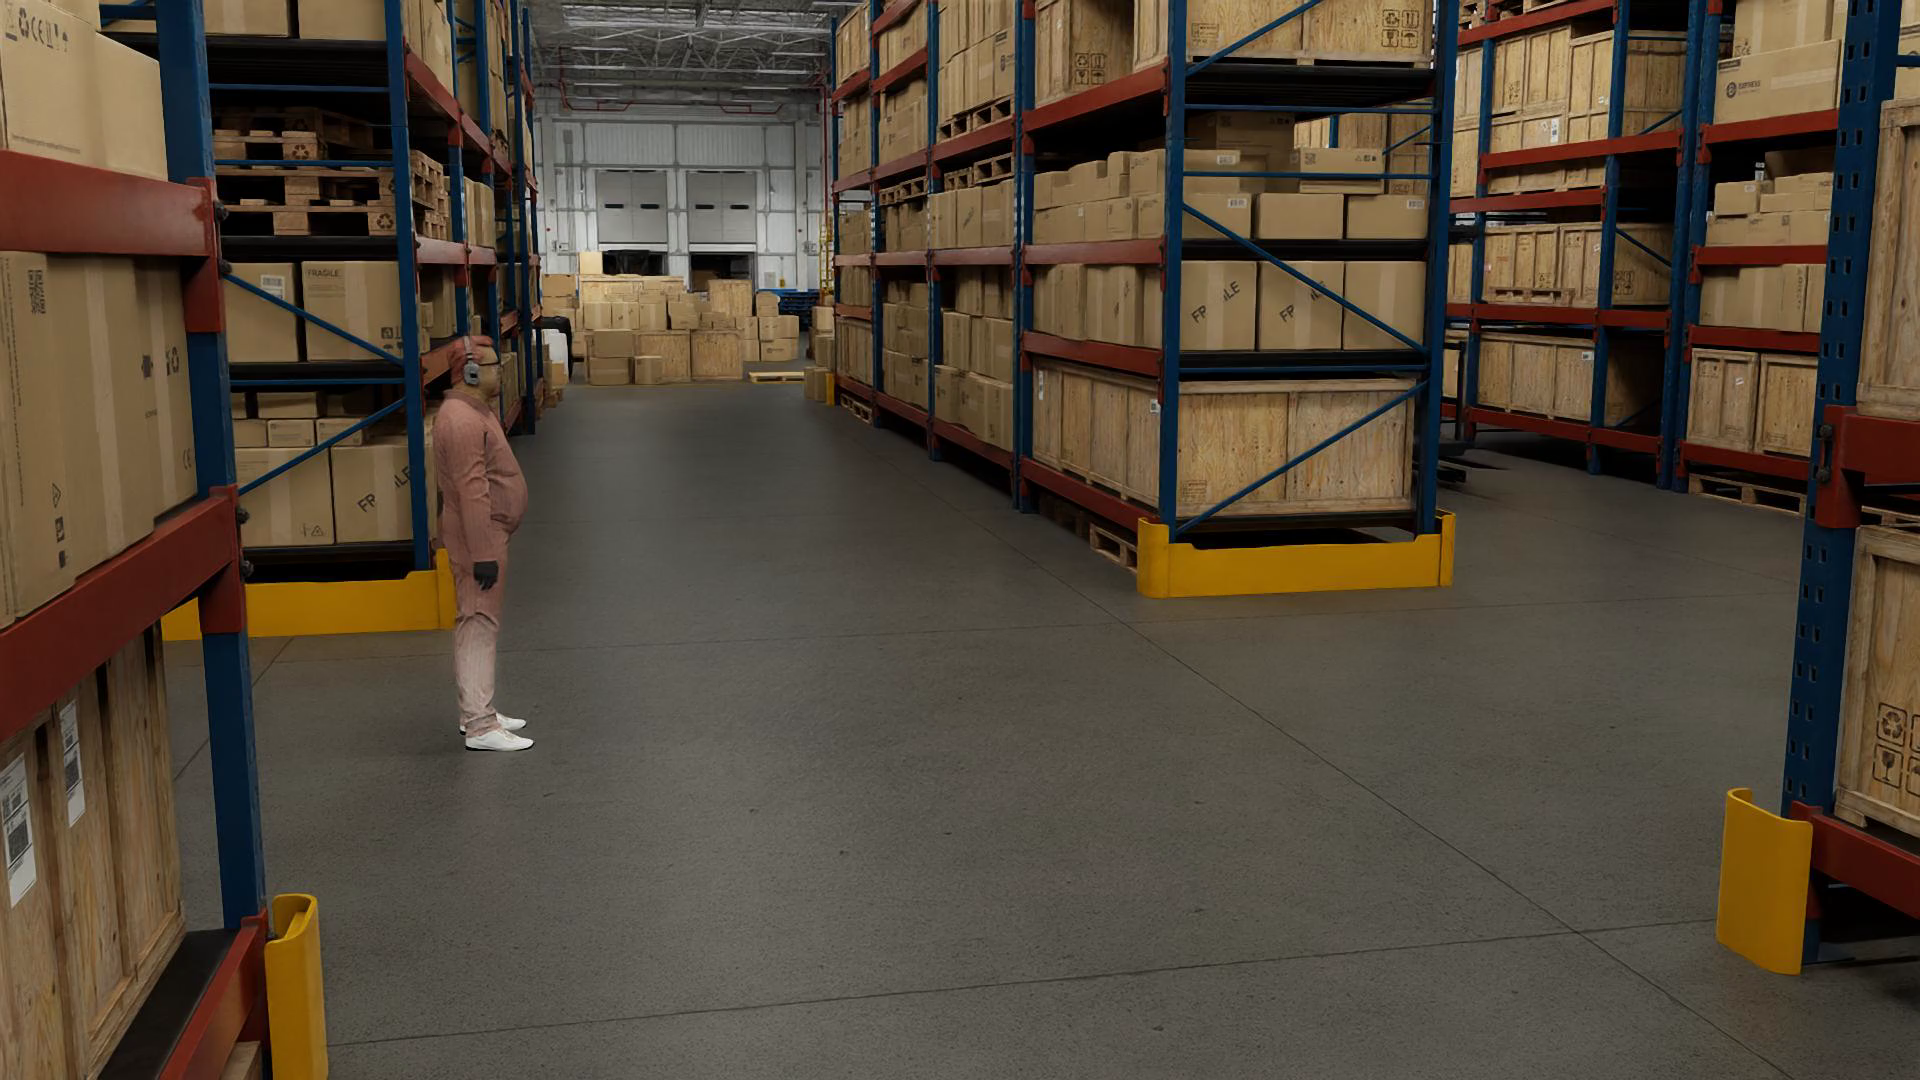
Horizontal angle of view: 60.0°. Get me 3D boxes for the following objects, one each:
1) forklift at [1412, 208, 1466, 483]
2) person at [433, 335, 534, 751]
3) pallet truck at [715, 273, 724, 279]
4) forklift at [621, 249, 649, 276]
[{"bbox_3d":[4.383,-2.065,17.413,1.129,2.768,1.873,-2,10,-12],"label":"forklift"},{"bbox_3d":[-2.201,0.013,7.695,0.408,1.913,0.641,-3,10,-18],"label":"person"},{"bbox_3d":[-8.580,-8.986,62.280,1.885,1.965,0.823,1,9,5],"label":"pallet truck"},{"bbox_3d":[-11.119,-8.584,57.144,1.129,2.768,1.873,-7,12,-38],"label":"forklift"}]
